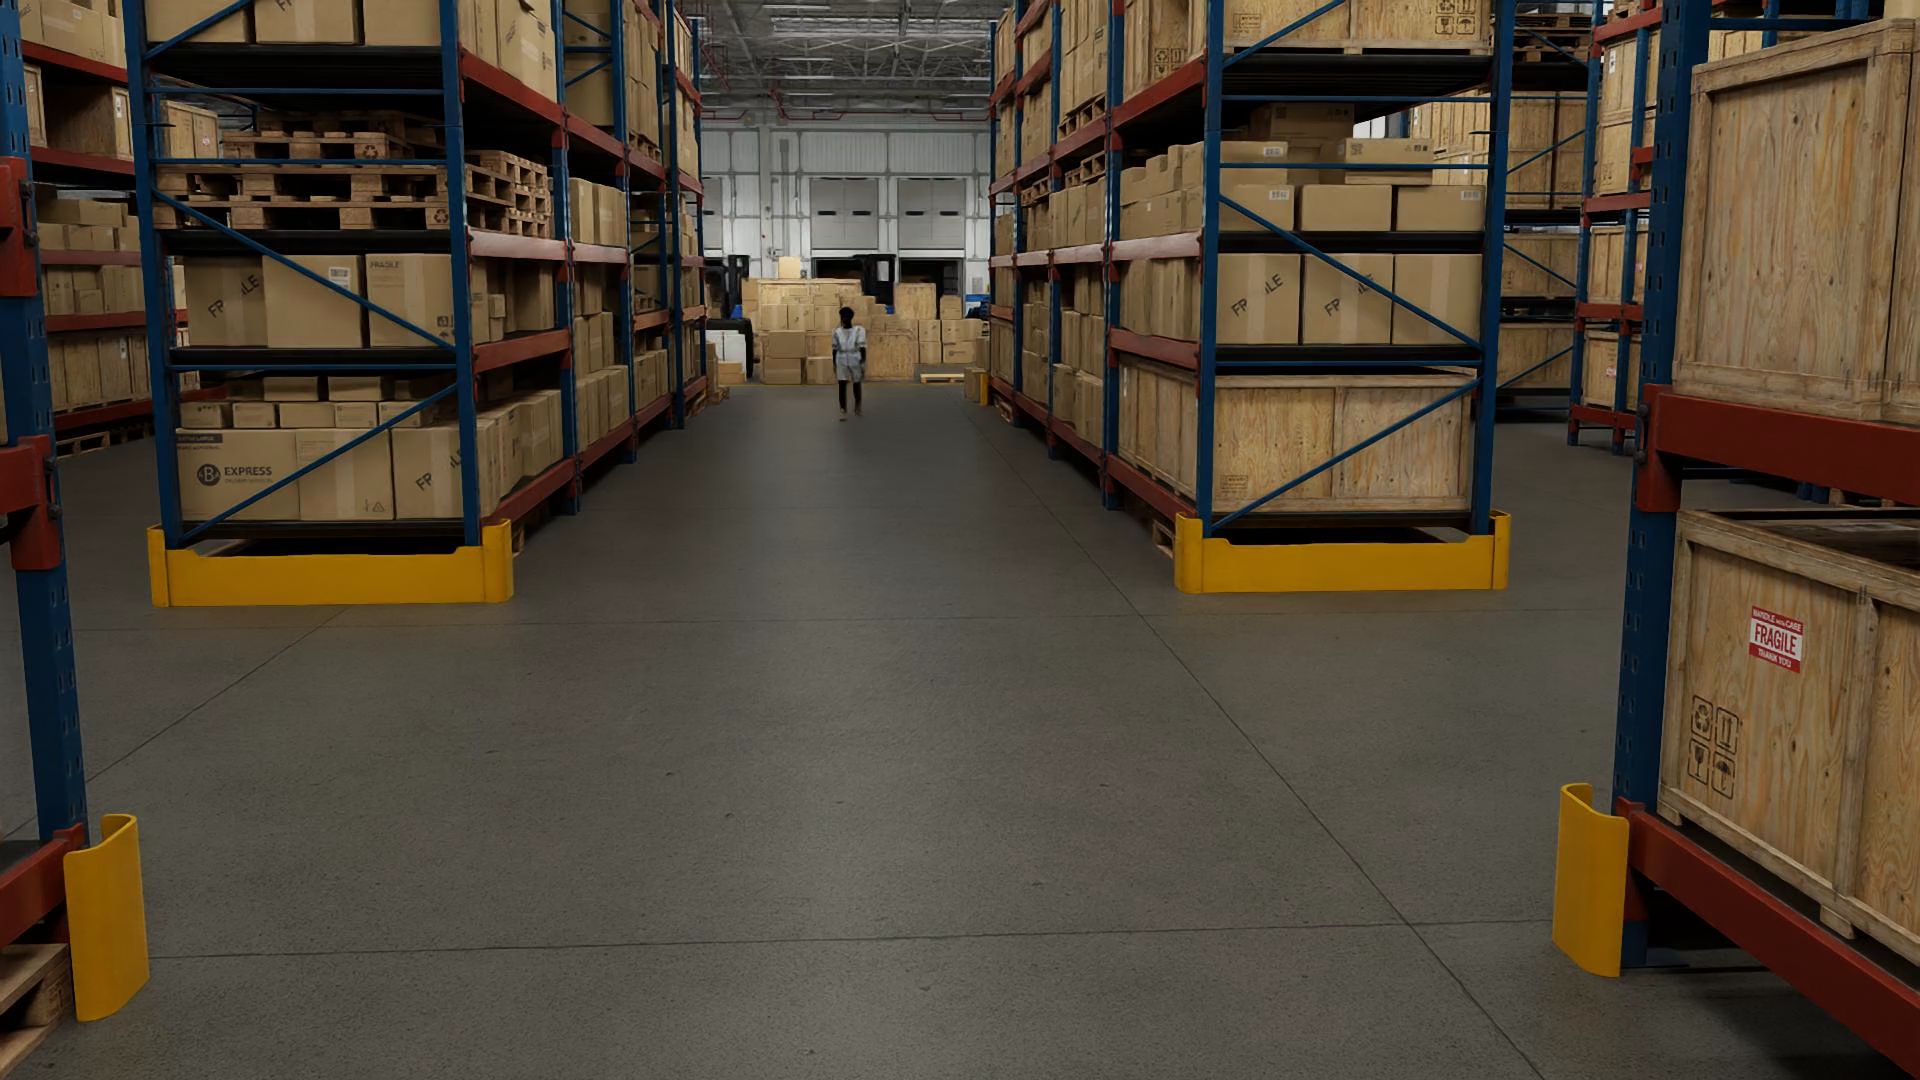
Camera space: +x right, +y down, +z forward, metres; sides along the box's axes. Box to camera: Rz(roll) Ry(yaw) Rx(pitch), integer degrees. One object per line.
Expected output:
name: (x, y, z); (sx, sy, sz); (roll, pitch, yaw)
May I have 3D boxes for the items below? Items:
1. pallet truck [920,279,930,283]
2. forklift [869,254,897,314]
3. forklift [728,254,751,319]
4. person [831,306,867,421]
pallet truck: (-0.932, -8.922, 63.114); (1.885, 1.965, 0.823); (2, 9, 13)
forklift: (-2.577, -8.193, 55.775); (1.129, 2.768, 1.873); (-7, 11, -38)
forklift: (-7.609, -8.483, 57.593); (1.873, 2.768, 1.129); (5, 10, 27)
person: (-1.620, -2.589, 24.347); (0.538, 1.676, 0.630); (0, 9, 3)
